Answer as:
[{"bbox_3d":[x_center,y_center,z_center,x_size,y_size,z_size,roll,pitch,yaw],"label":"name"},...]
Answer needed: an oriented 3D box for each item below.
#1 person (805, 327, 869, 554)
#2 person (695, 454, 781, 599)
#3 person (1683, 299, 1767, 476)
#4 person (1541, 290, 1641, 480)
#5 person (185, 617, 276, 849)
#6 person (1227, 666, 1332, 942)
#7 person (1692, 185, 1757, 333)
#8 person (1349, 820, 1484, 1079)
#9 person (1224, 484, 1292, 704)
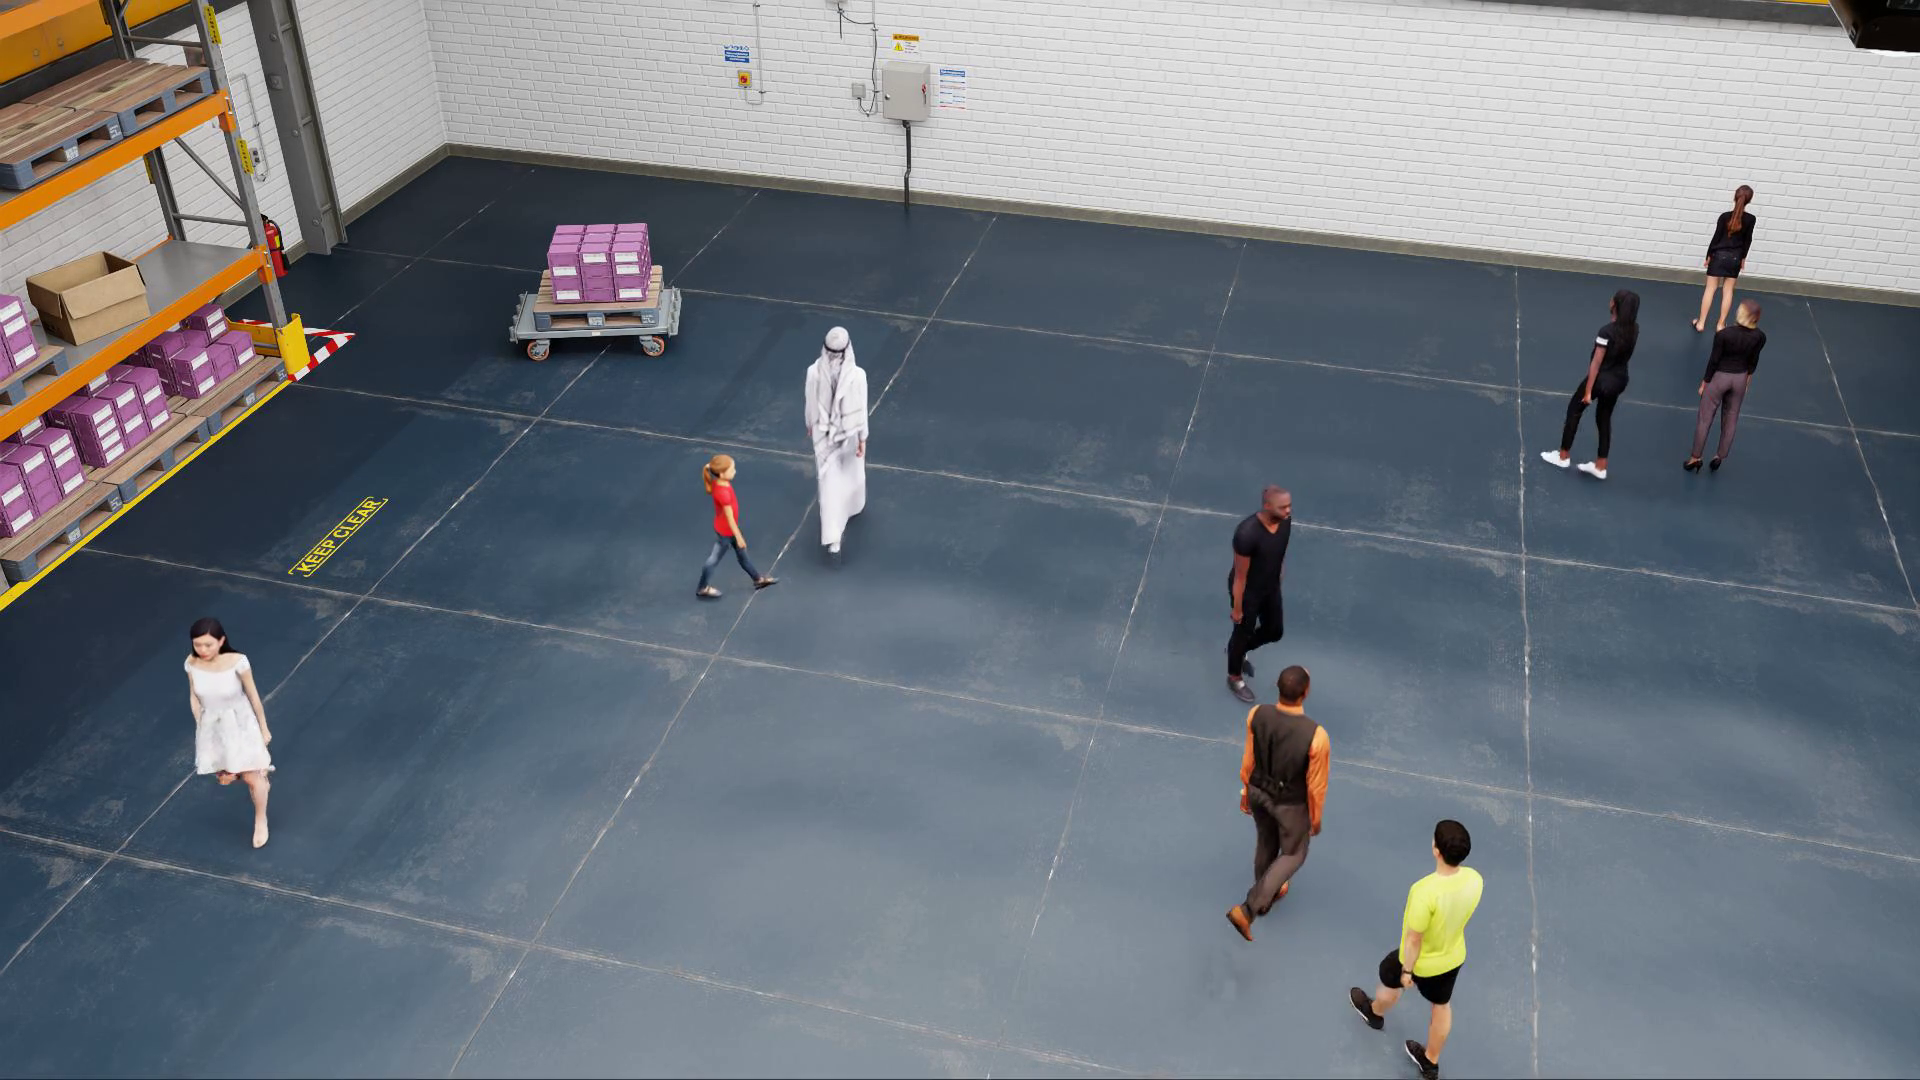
[{"bbox_3d":[-1.006,-0.783,13.429,0.933,1.893,1.323,-1,34,-2],"label":"person"},{"bbox_3d":[-1.885,-0.075,12.919,0.792,1.278,0.900,-5,34,-7],"label":"person"},{"bbox_3d":[6.651,-1.326,14.442,0.652,1.675,0.626,-1,34,-1],"label":"person"},{"bbox_3d":[5.658,-1.313,14.386,0.875,1.716,0.937,-20,39,-27],"label":"person"},{"bbox_3d":[-4.606,1.176,10.599,0.777,1.762,0.910,-1,34,-2],"label":"person"},{"bbox_3d":[1.855,1.597,9.847,0.939,1.895,1.071,24,40,31],"label":"person"},{"bbox_3d":[7.768,-2.858,16.855,0.531,1.555,0.523,8,34,12],"label":"person"},{"bbox_3d":[2.609,2.279,9.015,0.944,1.679,1.047,-12,36,-18],"label":"person"},{"bbox_3d":[2.029,0.328,11.838,0.848,1.804,0.910,-18,38,-25],"label":"person"}]
